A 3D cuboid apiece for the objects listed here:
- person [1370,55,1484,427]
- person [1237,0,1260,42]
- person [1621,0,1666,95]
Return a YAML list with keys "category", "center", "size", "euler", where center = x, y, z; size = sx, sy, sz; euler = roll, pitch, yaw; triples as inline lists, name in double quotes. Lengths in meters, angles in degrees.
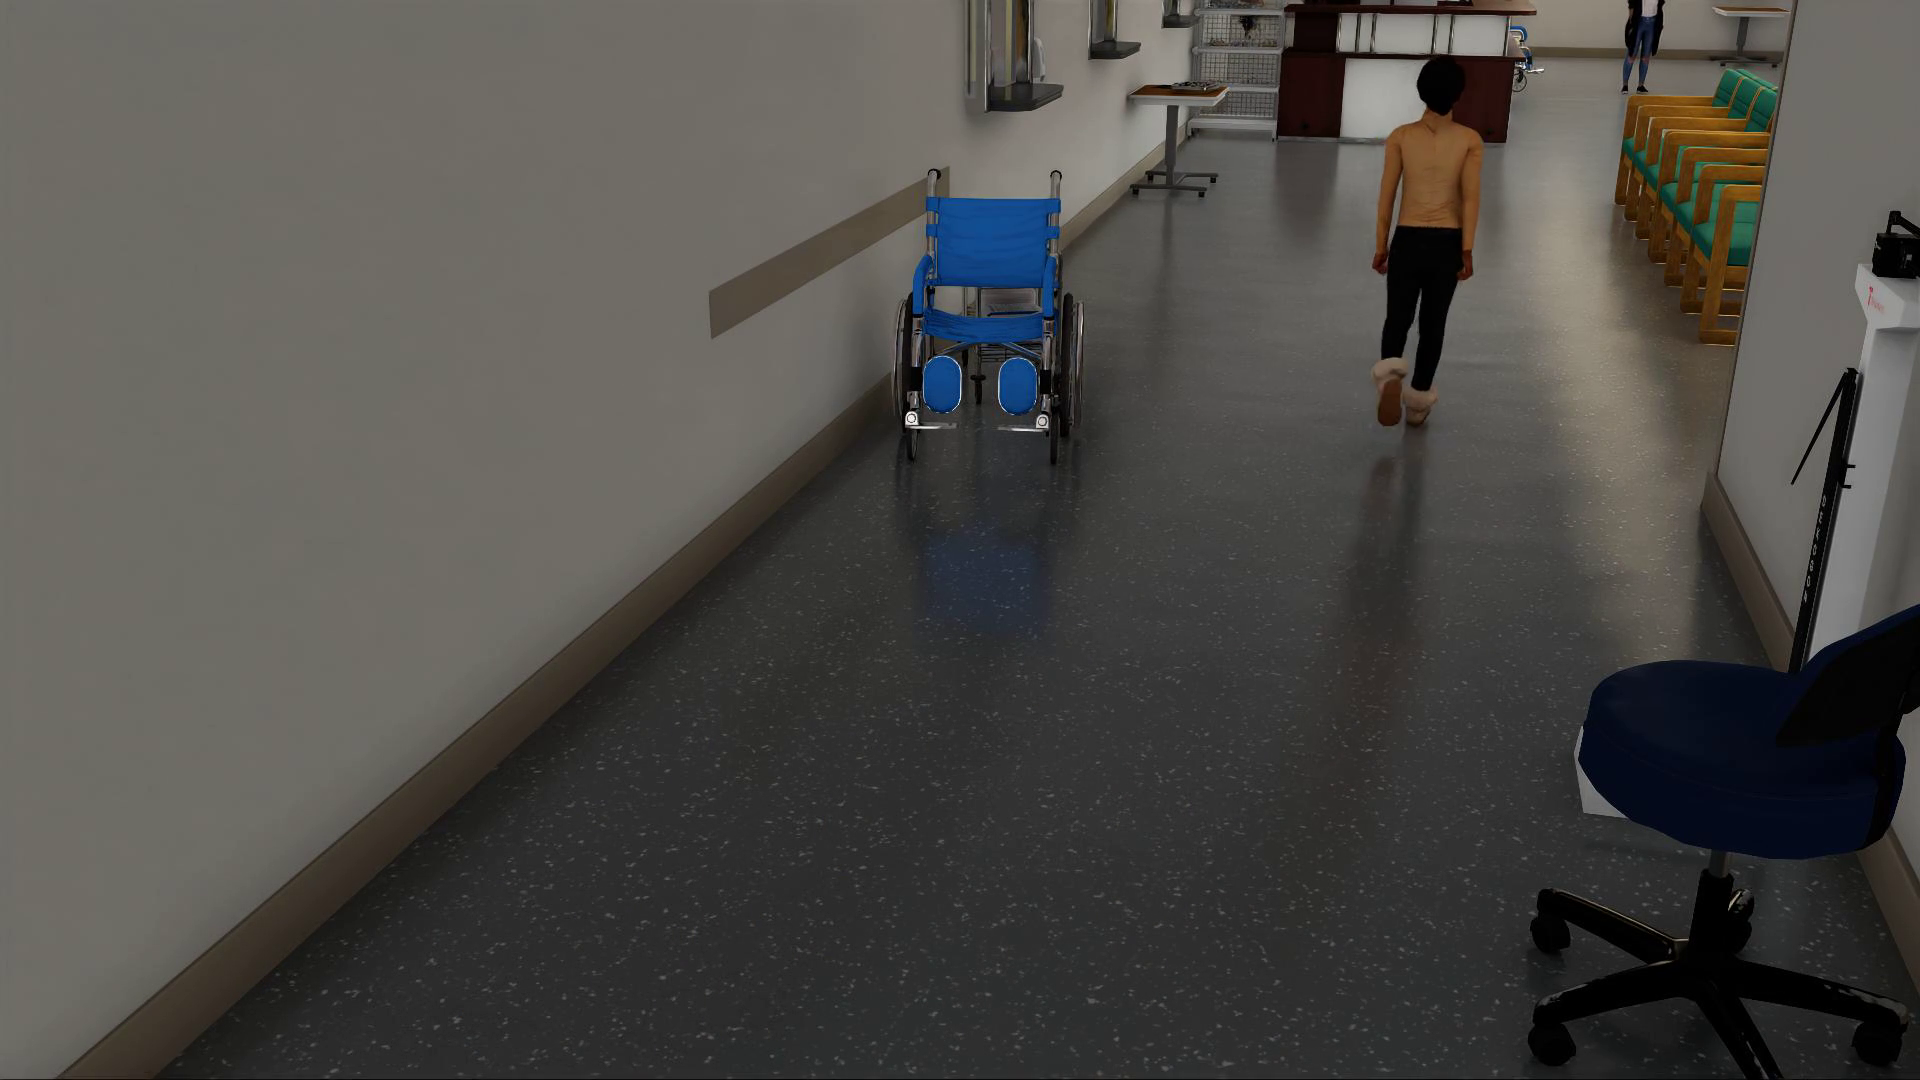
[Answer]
- category: "person"
  center: [2.043, -1.269, 7.322]
  size: [0.854, 1.646, 0.700]
  euler: [8, 22, 20]
- category: "person"
  center: [5.138, -9.574, 29.530]
  size: [0.787, 1.446, 0.830]
  euler: [-7, 22, -18]
- category: "person"
  center: [8.745, -6.579, 21.287]
  size: [0.555, 1.684, 0.729]
  euler: [1, 21, 4]
